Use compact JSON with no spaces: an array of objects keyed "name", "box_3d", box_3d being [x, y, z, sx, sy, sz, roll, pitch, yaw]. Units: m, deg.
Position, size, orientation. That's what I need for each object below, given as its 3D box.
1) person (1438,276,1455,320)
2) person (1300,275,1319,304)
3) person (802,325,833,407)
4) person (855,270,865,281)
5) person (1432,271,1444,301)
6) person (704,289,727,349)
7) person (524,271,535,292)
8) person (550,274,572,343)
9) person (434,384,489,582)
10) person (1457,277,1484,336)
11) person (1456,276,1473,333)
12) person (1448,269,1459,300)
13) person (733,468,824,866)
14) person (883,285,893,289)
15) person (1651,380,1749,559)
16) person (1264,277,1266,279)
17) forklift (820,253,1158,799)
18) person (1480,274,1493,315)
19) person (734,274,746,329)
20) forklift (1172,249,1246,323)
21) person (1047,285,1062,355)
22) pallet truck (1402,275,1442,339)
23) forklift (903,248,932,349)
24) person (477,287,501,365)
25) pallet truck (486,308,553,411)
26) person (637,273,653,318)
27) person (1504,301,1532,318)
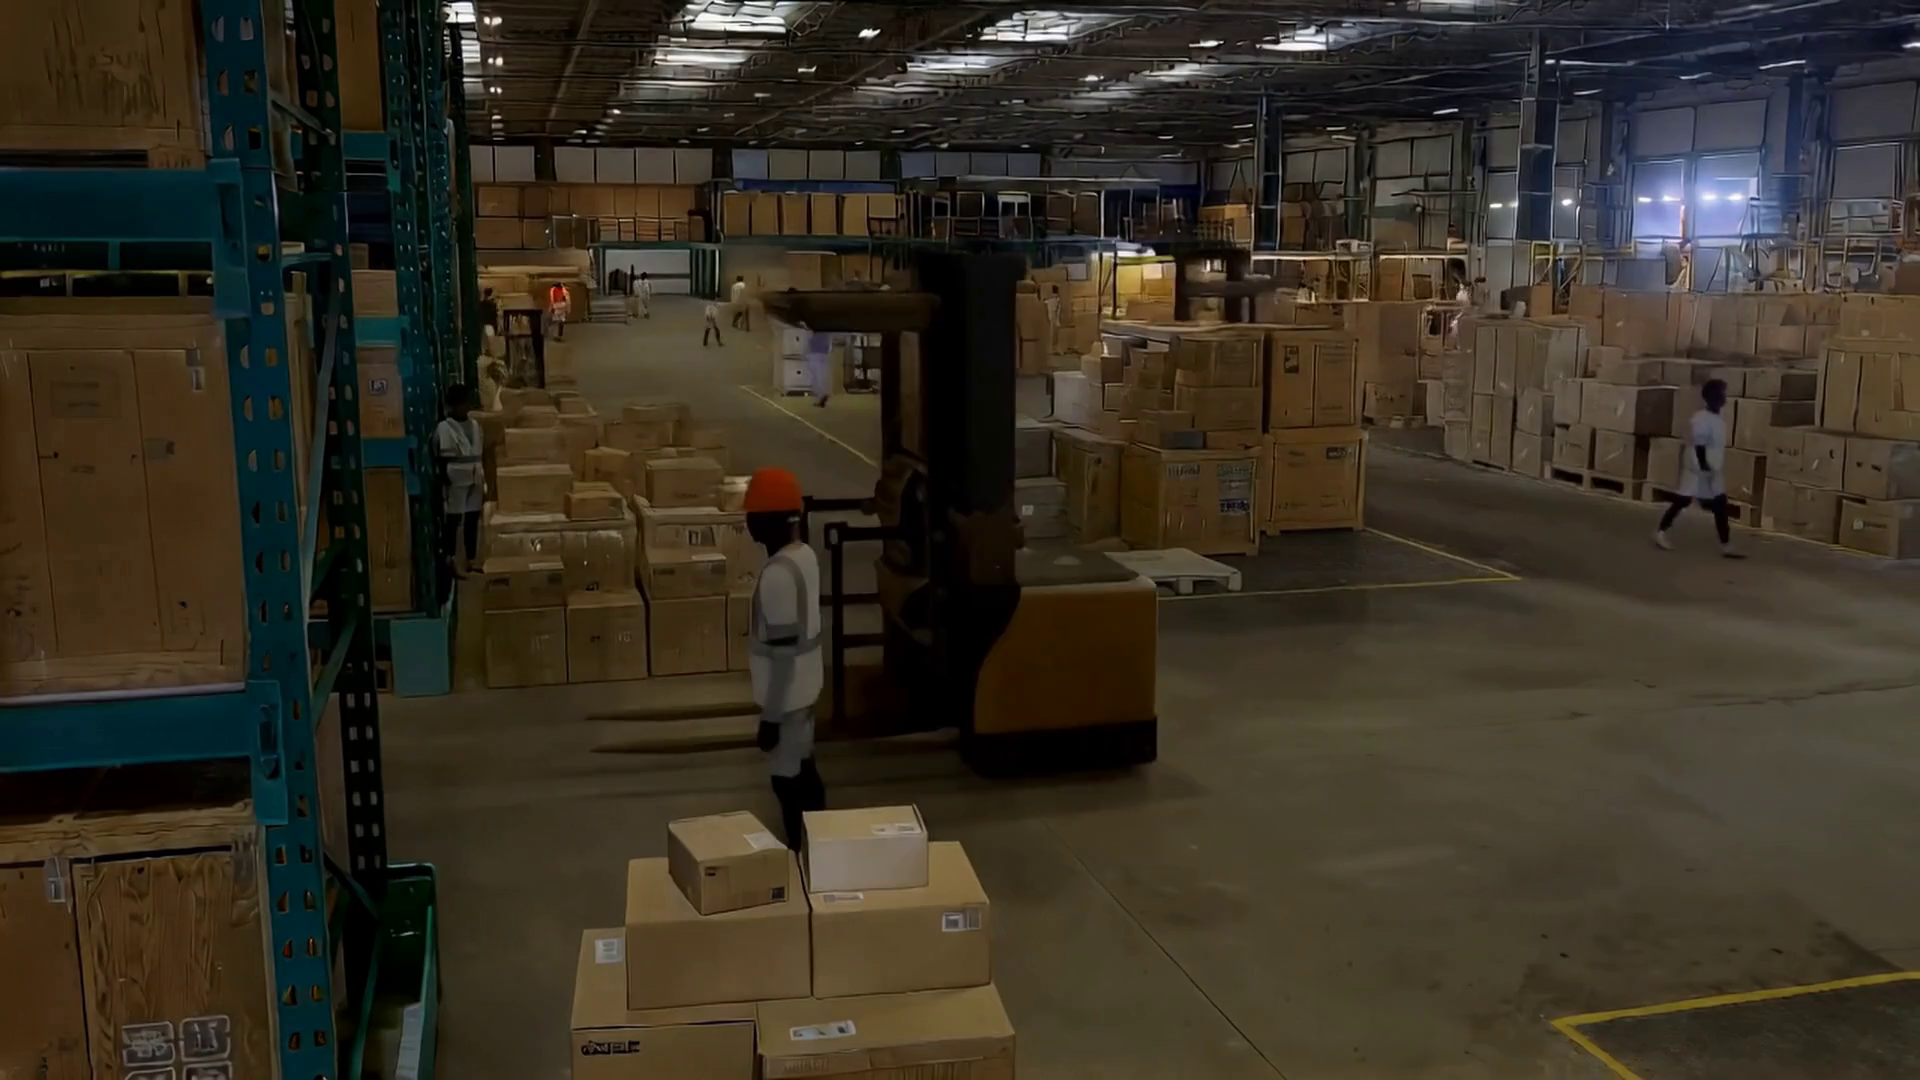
[{"name":"person","box_3d":[15.807,-7.637,54.144,0.391,1.922,0.585,-9,13,-41]},{"name":"person","box_3d":[10.183,-6.697,48.474,0.539,2.000,0.688,1,10,7]},{"name":"person","box_3d":[-2.495,-3.315,29.675,0.641,1.926,0.563,-7,12,-35]},{"name":"person","box_3d":[-4.167,-10.376,69.699,0.555,1.909,0.895,9,14,42]},{"name":"person","box_3d":[21.428,-11.124,74.240,0.639,1.791,0.964,-1,10,-8]},{"name":"person","box_3d":[-6.890,-6.189,46.640,0.757,1.663,0.552,5,11,27]},{"name":"person","box_3d":[-20.274,-11.800,78.367,0.503,1.687,0.941,-4,11,-22]},{"name":"person","box_3d":[-11.957,-6.950,49.941,0.607,2.017,0.830,1,10,8]},{"name":"person","box_3d":[-4.286,-0.498,14.347,0.316,1.696,0.540,6,11,29]},{"name":"person","box_3d":[16.085,-7.276,52.155,0.942,1.896,0.653,4,11,23]},{"name":"person","box_3d":[16.092,-7.428,52.947,0.441,1.920,0.631,7,12,33]},{"name":"person","box_3d":[22.125,-11.250,74.767,0.607,1.870,1.015,0,10,2]},{"name":"person","box_3d":[-0.779,0.652,7.154,0.373,1.934,0.551,1,10,7]},{"name":"person","box_3d":[-1.691,-5.190,40.193,0.373,1.956,0.613,1,10,6]},{"name":"person","box_3d":[6.895,-0.669,15.443,0.545,1.655,0.888,-7,12,-33]},{"name":"person","box_3d":[10.306,-8.008,56.425,0.956,1.843,0.598,9,13,40]},{"name":"forklift","box_3d":[0.062,-0.157,9.064,1.873,2.768,1.129,-3,10,-15]},{"name":"person","box_3d":[19.467,-8.960,61.791,0.551,1.865,0.387,-2,10,-13]},{"name":"person","box_3d":[-7.693,-8.326,58.073,0.445,1.908,0.601,-9,13,-42]},{"name":"forklift","box_3d":[3.316,-2.514,22.408,1.129,2.768,1.873,-3,10,-15]},{"name":"person","box_3d":[2.502,-5.829,44.084,0.333,1.860,0.528,-8,13,-38]},{"name":"pallet truck","box_3d":[14.620,-7.324,52.145,0.823,1.965,1.885,8,13,40]},{"name":"forklift","box_3d":[-0.888,-4.934,36.111,1.873,2.768,1.129,-3,10,-15]},{"name":"person","box_3d":[-11.213,-5.107,39.906,1.024,1.882,0.633,4,11,21]},{"name":"pallet truck","box_3d":[-6.242,-2.418,24.362,0.823,1.965,1.885,1,10,3]},{"name":"person","box_3d":[-12.659,-9.818,66.844,0.625,1.785,0.901,-2,10,-10]},{"name":"person","box_3d":[10.503,-3.576,31.382,0.620,1.837,0.429,3,11,18]}]
